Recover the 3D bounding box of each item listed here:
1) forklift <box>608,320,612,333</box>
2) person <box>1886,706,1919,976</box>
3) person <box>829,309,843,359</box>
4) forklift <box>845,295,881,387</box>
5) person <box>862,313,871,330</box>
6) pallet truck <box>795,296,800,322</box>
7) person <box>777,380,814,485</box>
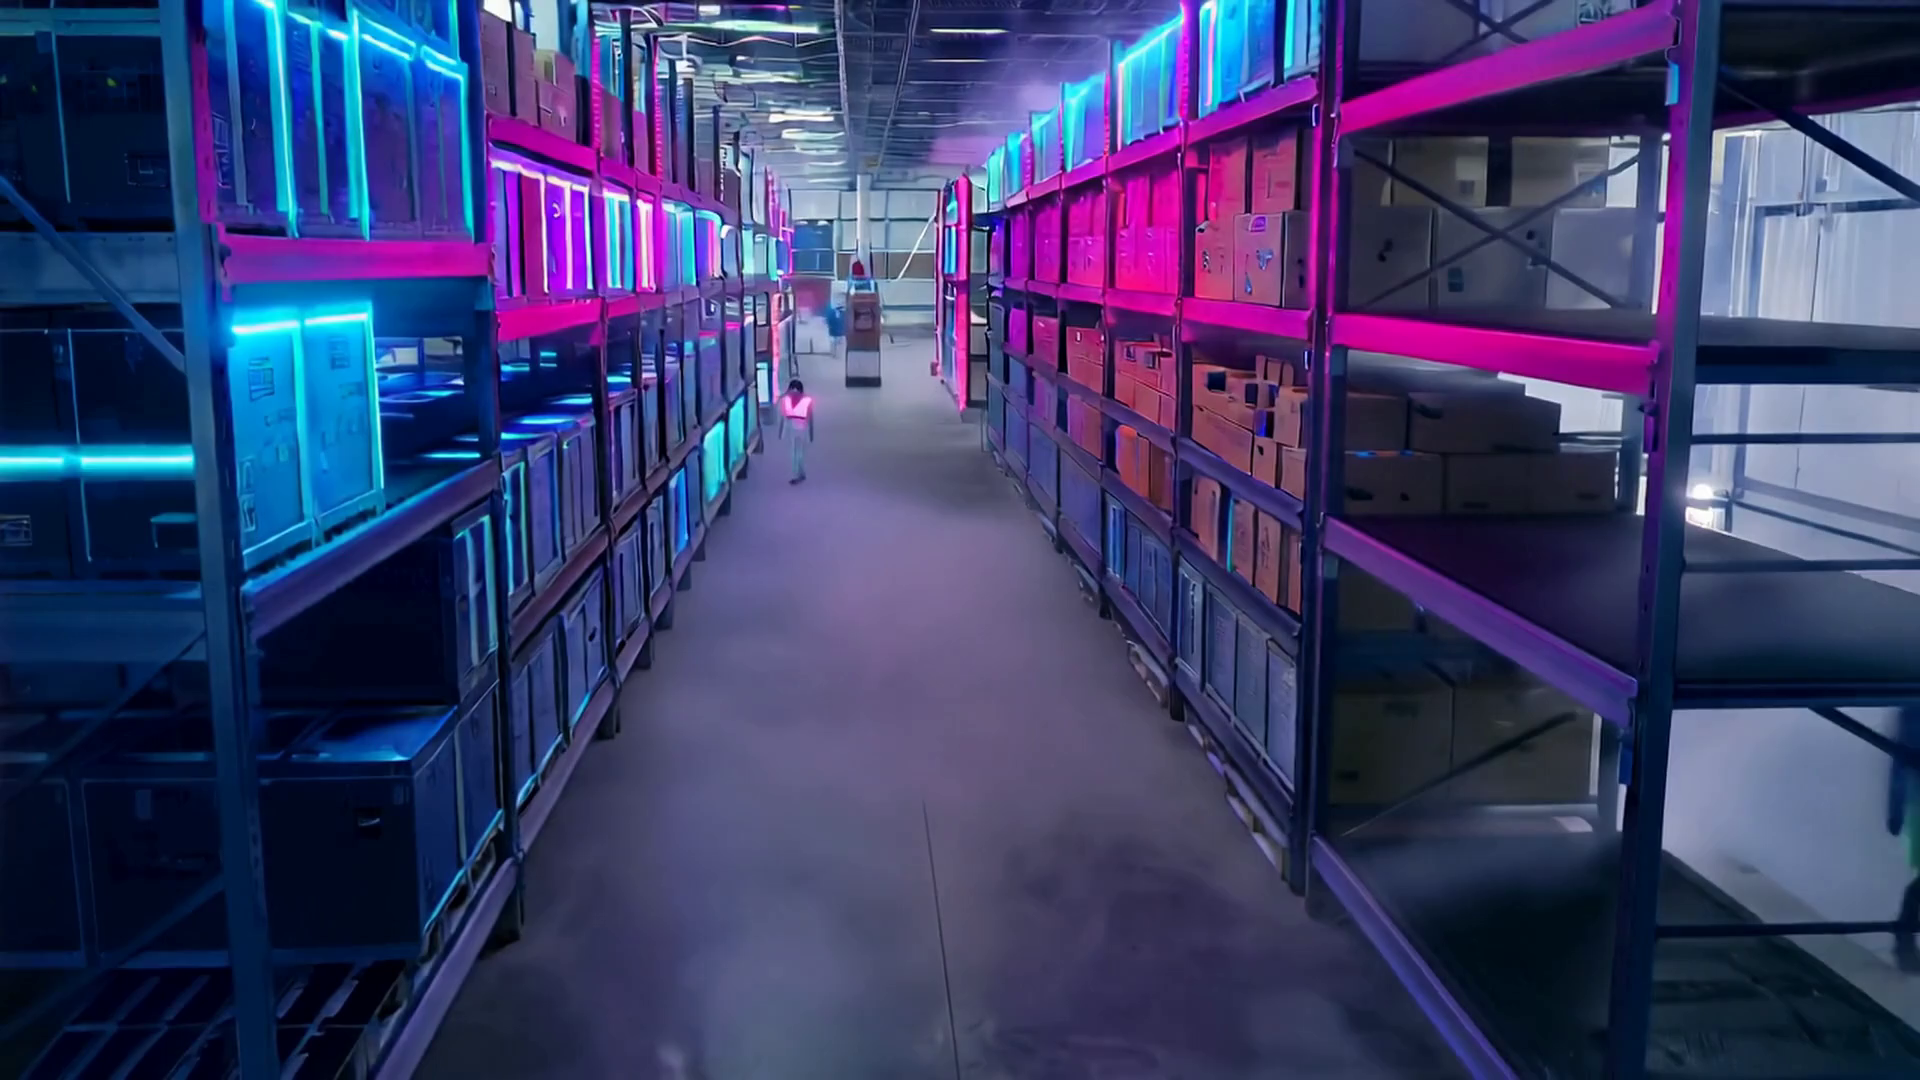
[{"bbox_3d":[-10.102,-5.819,49.225,1.129,2.768,1.873,4,10,21],"label":"forklift"},{"bbox_3d":[5.261,1.422,8.858,0.542,1.922,0.419,0,10,1],"label":"person"},{"bbox_3d":[-4.896,-8.174,65.959,0.642,1.982,0.435,4,10,22],"label":"person"},{"bbox_3d":[-3.007,-6.173,51.341,1.129,2.768,1.873,-1,10,-4],"label":"forklift"},{"bbox_3d":[-3.427,-7.530,62.259,0.357,1.938,0.542,6,11,33],"label":"person"},{"bbox_3d":[-8.622,-12.439,91.403,1.885,1.965,0.823,2,10,13],"label":"pallet truck"},{"bbox_3d":[-2.845,-1.871,28.884,0.566,1.797,0.921,5,11,27],"label":"person"}]
